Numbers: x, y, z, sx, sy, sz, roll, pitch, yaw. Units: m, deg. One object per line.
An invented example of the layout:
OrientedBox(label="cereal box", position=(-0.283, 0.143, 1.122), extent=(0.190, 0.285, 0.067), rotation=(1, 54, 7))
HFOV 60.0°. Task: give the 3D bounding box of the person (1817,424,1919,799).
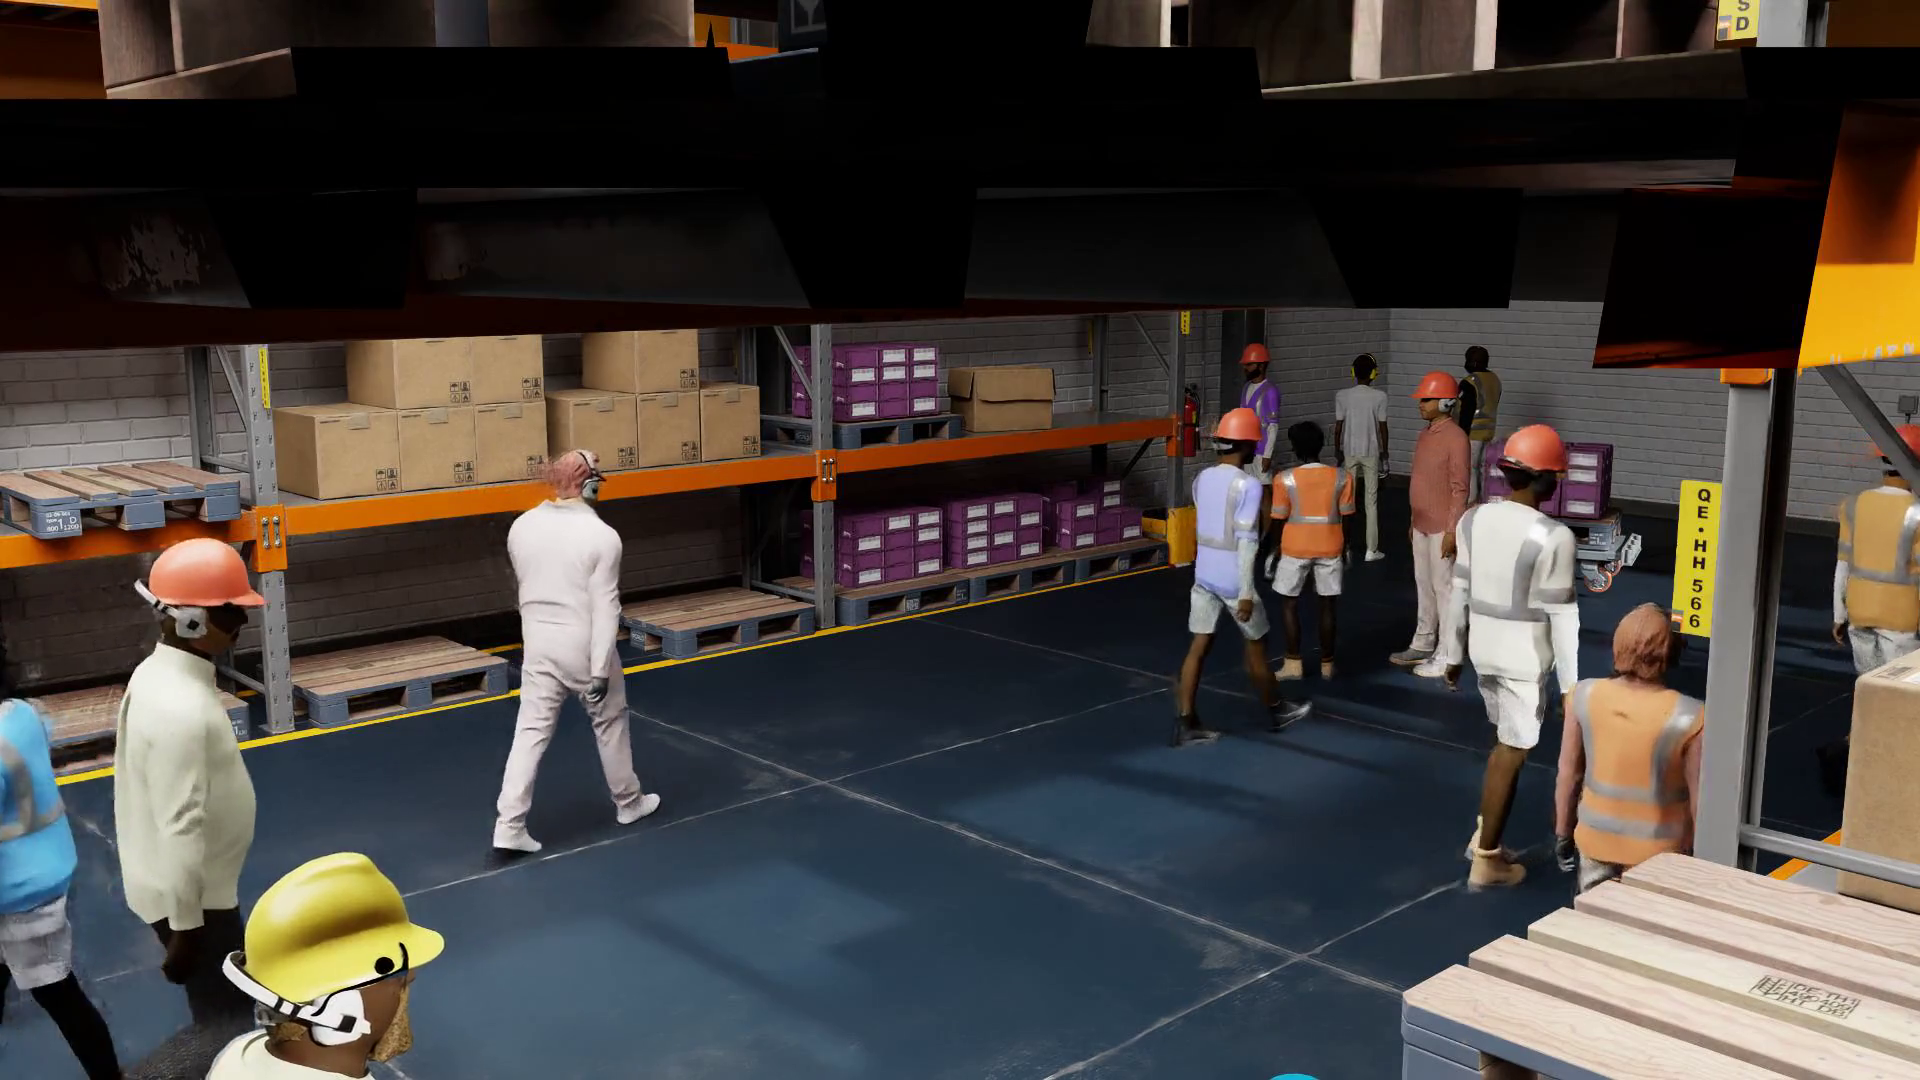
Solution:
OrientedBox(label="person", position=(4.594, 0.376, 8.327), extent=(0.749, 1.918, 0.550), rotation=(-5, 11, -26))

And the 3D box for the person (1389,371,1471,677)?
OrientedBox(label="person", position=(3.111, -0.109, 10.912), extent=(0.382, 1.994, 0.613), rotation=(-2, 10, -11))

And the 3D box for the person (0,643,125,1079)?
OrientedBox(label="person", position=(-2.973, 1.061, 5.021), extent=(0.833, 1.652, 0.544), rotation=(-3, 10, -17))

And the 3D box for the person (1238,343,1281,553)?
OrientedBox(label="person", position=(2.725, -0.846, 15.394), extent=(0.361, 1.938, 0.545), rotation=(-4, 10, -22))

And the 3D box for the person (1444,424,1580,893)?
OrientedBox(label="person", position=(2.417, 0.514, 7.158), extent=(0.562, 2.026, 0.645), rotation=(-5, 11, -26))

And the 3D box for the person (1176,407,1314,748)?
OrientedBox(label="person", position=(1.595, 0.204, 9.366), extent=(0.949, 1.891, 0.574), rotation=(-6, 11, -31))

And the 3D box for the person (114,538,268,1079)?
OrientedBox(label="person", position=(-2.231, 0.972, 4.668), extent=(0.686, 1.967, 0.618), rotation=(-5, 11, -29))

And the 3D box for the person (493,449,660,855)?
OrientedBox(label="person", position=(-1.823, 0.510, 7.708), extent=(0.642, 1.863, 0.985), rotation=(4, 10, 22))

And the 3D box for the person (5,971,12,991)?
OrientedBox(label="person", position=(-3.748, 0.918, 5.667), extent=(0.756, 1.747, 0.529), rotation=(-5, 11, -29))

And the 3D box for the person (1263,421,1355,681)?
OrientedBox(label="person", position=(2.255, 0.091, 10.670), extent=(0.565, 1.688, 0.381), rotation=(0, 10, -3))

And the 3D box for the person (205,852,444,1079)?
OrientedBox(label="person", position=(-0.954, 1.383, 2.651), extent=(0.404, 1.833, 0.590), rotation=(-9, 13, -42))

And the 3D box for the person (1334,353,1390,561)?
OrientedBox(label="person", position=(3.620, -0.743, 14.985), extent=(0.518, 1.874, 0.327), rotation=(5, 11, 28))

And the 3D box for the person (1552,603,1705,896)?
OrientedBox(label="person", position=(2.183, 1.015, 5.409), extent=(0.392, 1.627, 0.528), rotation=(-8, 13, -40))

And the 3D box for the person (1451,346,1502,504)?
OrientedBox(label="person", position=(5.172, -1.035, 16.779), extent=(0.637, 1.842, 0.429), rotation=(-9, 13, -44))
